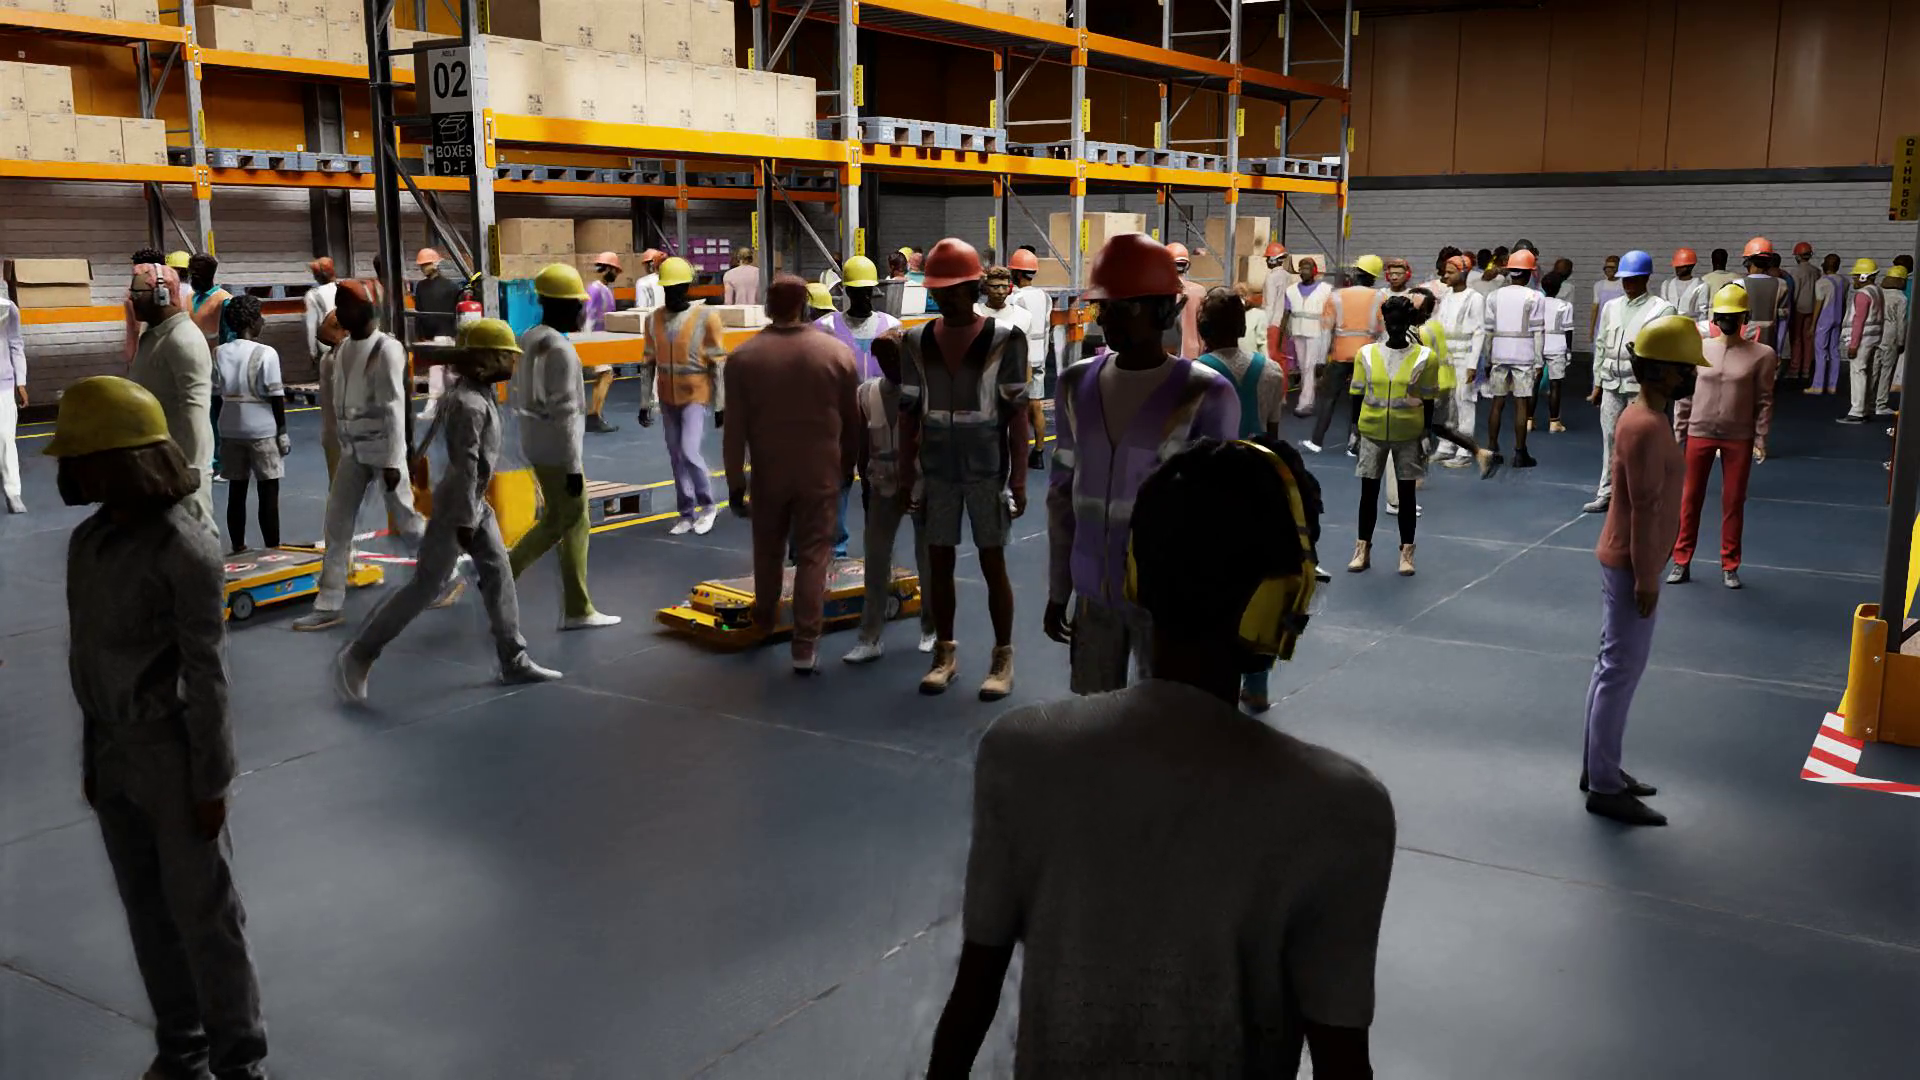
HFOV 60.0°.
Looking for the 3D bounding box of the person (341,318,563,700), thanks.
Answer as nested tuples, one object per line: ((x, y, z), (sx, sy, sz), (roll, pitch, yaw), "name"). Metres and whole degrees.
((-2.313, -0.143, 7.414), (0.908, 1.690, 0.516), (-2, 10, -9), "person")

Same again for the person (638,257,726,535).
((-1.897, -0.967, 11.371), (0.601, 1.907, 0.453), (4, 11, 23), "person")

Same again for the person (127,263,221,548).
((-3.979, -0.431, 8.390), (0.400, 1.910, 0.643), (-8, 13, -37), "person")

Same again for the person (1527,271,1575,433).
((6.188, -1.972, 17.509), (0.540, 1.696, 0.316), (8, 13, 37), "person")

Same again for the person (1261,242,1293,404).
((3.853, -2.637, 20.371), (0.395, 1.992, 0.622), (7, 12, 33), "person")

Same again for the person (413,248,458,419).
((-6.030, -2.389, 19.195), (0.638, 1.934, 0.977), (6, 12, 29), "person")

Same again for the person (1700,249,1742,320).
((9.703, -2.765, 21.304), (0.587, 1.914, 0.392), (-2, 10, -10), "person")

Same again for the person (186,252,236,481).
((-6.313, -1.460, 14.061), (0.596, 1.918, 0.385), (6, 12, 31), "person")

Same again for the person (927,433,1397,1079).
((0.167, 0.800, 1.832), (0.585, 1.826, 0.868), (7, 13, 35), "person")

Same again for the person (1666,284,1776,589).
((4.430, -0.596, 9.692), (0.523, 1.769, 0.319), (5, 12, 27), "person")

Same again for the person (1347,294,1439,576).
((2.614, -0.632, 10.082), (0.534, 1.698, 0.318), (4, 11, 22), "person")

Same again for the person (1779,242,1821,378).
((12.343, -3.371, 24.444), (0.623, 1.990, 0.390), (-6, 12, -28), "person")

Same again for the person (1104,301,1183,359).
((1.195, -0.967, 10.986), (0.537, 2.000, 0.675), (0, 10, 0), "person")

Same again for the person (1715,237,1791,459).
((7.300, -1.759, 15.370), (0.608, 2.044, 0.378), (0, 10, 0), "person")

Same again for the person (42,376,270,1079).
((-1.800, 0.503, 3.693), (0.501, 1.736, 0.321), (7, 12, 32), "person")

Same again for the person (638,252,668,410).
((-3.550, -2.486, 19.838), (0.587, 1.882, 0.341), (-5, 11, -25), "person")

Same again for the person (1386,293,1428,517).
((3.292, -0.997, 12.268), (0.308, 1.641, 0.516), (3, 11, 18), "person")

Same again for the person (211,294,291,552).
((-4.310, -0.640, 10.126), (0.531, 1.697, 0.322), (4, 11, 20), "person")

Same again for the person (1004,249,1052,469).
((0.556, -1.563, 14.566), (0.346, 1.942, 0.550), (10, 14, 43), "person")

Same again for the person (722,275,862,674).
((-0.800, -0.336, 8.022), (0.654, 1.842, 0.990), (-1, 10, -3), "person")

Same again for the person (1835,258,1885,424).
((9.979, -2.195, 18.413), (0.405, 1.824, 0.585), (9, 14, 41), "person")

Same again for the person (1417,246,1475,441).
((4.824, -1.938, 16.577), (0.612, 1.962, 0.364), (-1, 10, -6), "person")

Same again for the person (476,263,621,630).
((-2.128, -0.457, 8.531), (0.620, 1.911, 0.593), (-7, 12, -33), "person")

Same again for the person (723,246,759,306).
((-2.922, -3.037, 22.743), (0.631, 1.940, 0.372), (-4, 11, -22), "person")

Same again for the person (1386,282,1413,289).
((6.193, -3.084, 23.579), (0.485, 1.725, 0.563), (-6, 12, -29), "person")

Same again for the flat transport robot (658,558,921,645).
((-0.822, 0.303, 8.854), (1.431, 0.197, 0.652), (-9, 14, -41), "flat transport robot")

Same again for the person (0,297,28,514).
((-7.197, -1.144, 12.224), (0.614, 1.946, 0.389), (-7, 12, -34), "person")

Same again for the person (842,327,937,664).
((-0.285, -0.206, 7.948), (0.541, 1.599, 0.773), (4, 11, 20), "person")

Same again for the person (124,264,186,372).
((-7.435, -1.696, 15.601), (0.709, 1.842, 0.920), (3, 11, 17), "person")

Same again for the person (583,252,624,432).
((-3.769, -2.077, 17.532), (0.476, 1.899, 0.597), (1, 10, 3), "person")
